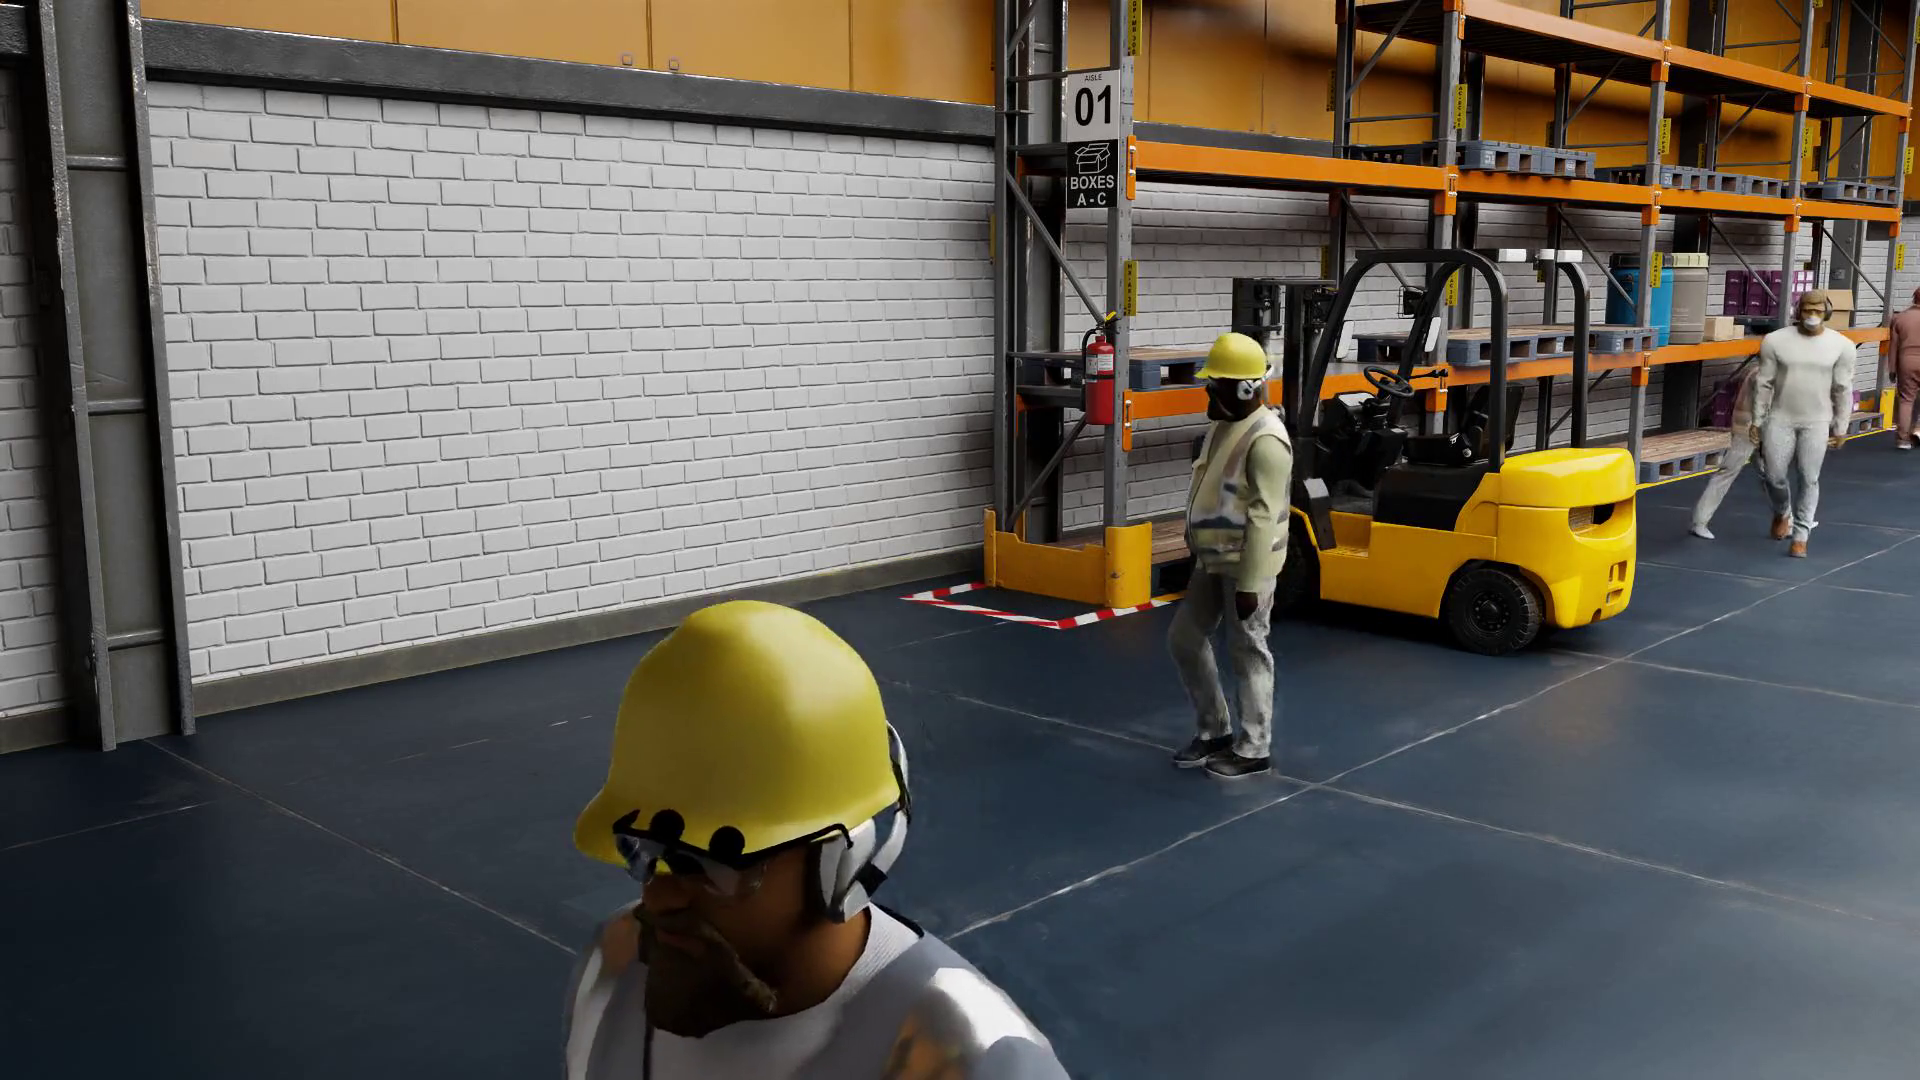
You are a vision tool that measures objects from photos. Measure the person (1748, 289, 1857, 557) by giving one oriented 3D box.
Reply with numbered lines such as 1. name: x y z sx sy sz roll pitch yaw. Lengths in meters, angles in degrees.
1. person: 6.053 -0.837 11.982 0.671 1.925 0.490 5 11 30

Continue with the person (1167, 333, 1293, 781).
1. person: 1.053 0.086 6.659 0.518 1.814 0.628 -2 9 -12

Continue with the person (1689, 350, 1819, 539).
1. person: 6.113 -0.778 12.701 0.905 1.570 0.591 4 10 24

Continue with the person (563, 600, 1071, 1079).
1. person: -0.225 0.951 1.430 0.622 1.794 0.826 7 12 38

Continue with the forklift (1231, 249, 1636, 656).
1. forklift: 2.710 -0.584 9.626 2.313 2.155 1.214 9 13 43

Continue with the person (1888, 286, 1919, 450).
1. person: 10.969 -1.963 19.008 0.678 1.889 0.435 9 13 44
